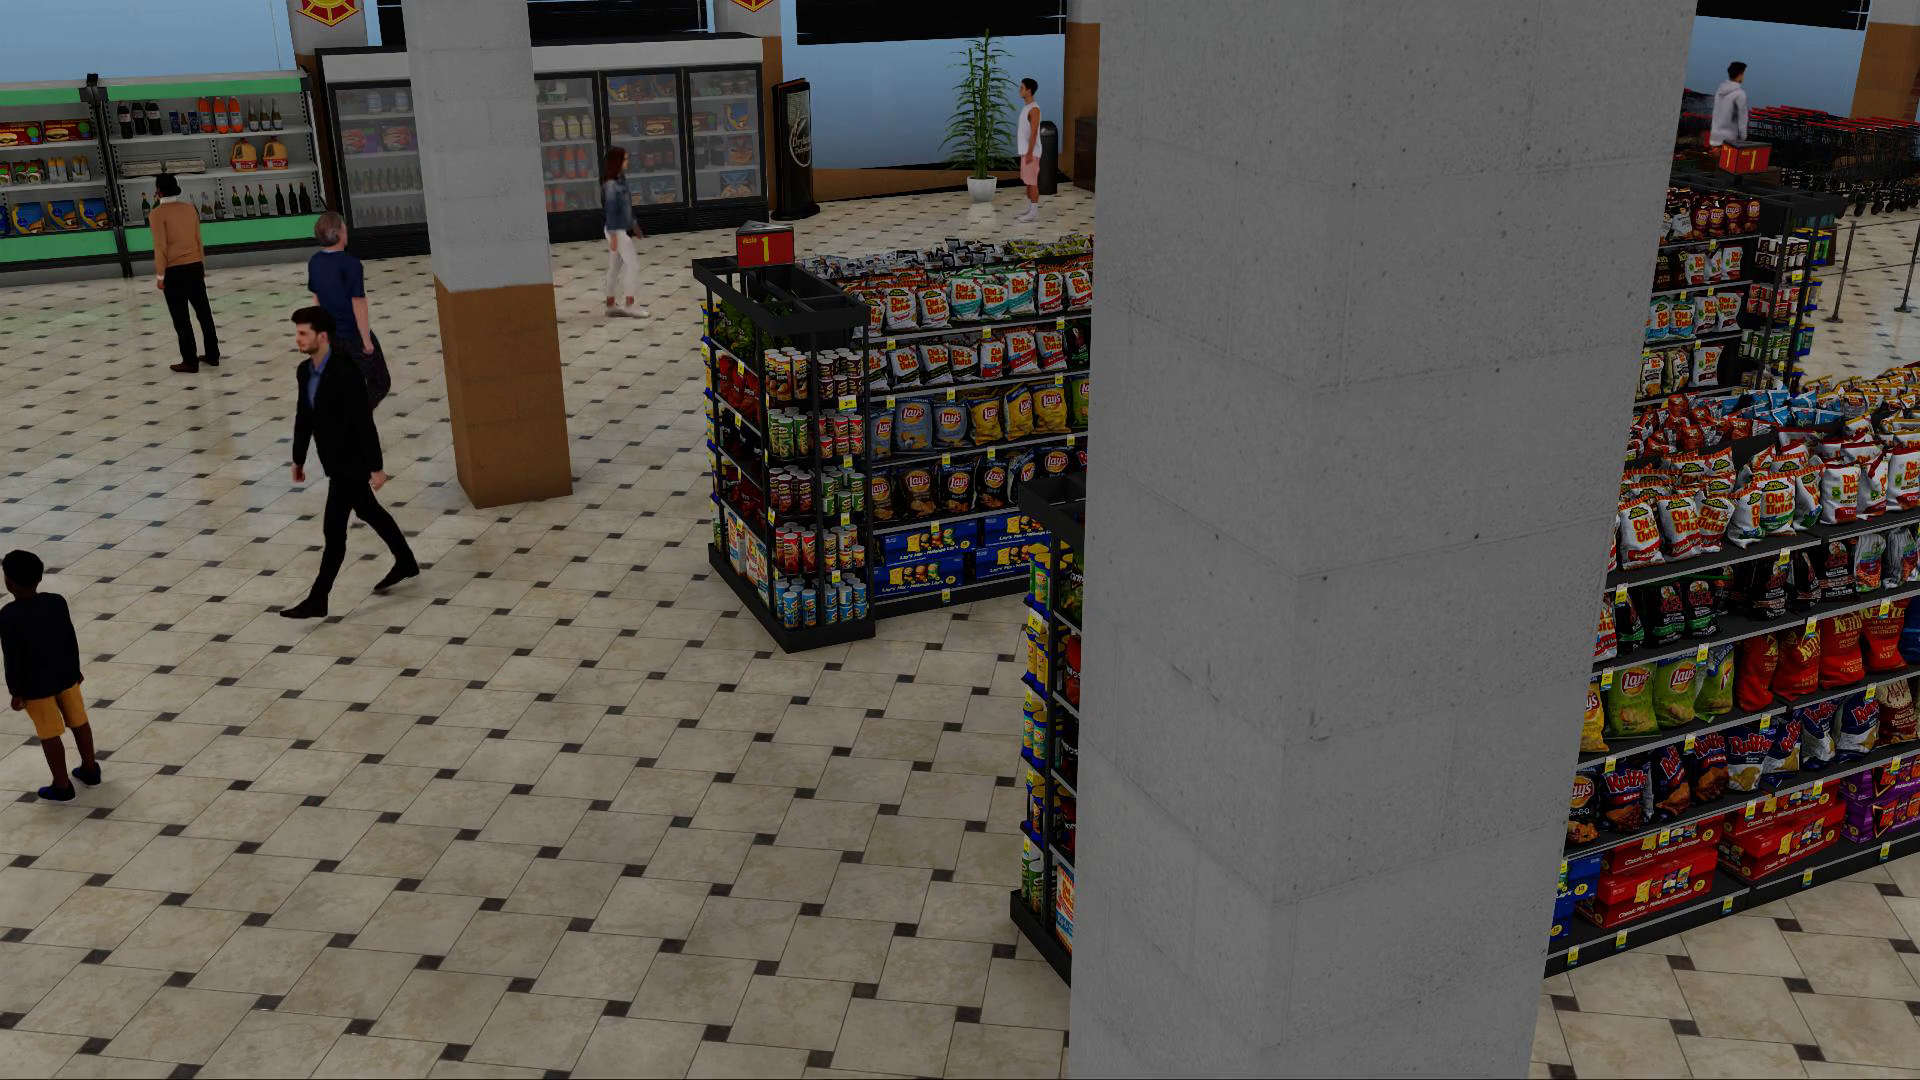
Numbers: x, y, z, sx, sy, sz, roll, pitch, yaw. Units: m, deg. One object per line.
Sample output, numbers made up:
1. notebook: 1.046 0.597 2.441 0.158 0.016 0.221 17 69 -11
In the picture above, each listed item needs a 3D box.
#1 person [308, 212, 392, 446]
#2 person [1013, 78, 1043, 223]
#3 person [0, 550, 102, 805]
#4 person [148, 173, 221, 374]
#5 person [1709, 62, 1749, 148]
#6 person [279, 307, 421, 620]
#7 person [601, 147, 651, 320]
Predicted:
1. person: -4.633 -1.497 12.452 0.833 1.863 0.885 11 24 25
2. person: 0.903 -4.965 21.182 0.692 1.789 0.712 -2 22 -4
3. person: -4.351 0.643 7.920 0.677 1.270 0.608 10 24 24
4. person: -6.926 -2.381 14.797 0.814 1.754 0.733 10 24 23
5. person: 9.952 -5.264 21.745 0.724 1.923 0.729 -6 23 -15
6. person: -3.610 -0.482 9.958 1.046 1.837 1.323 18 28 37
7. person: -3.485 -3.038 16.528 0.830 1.682 0.768 -1 22 -3
